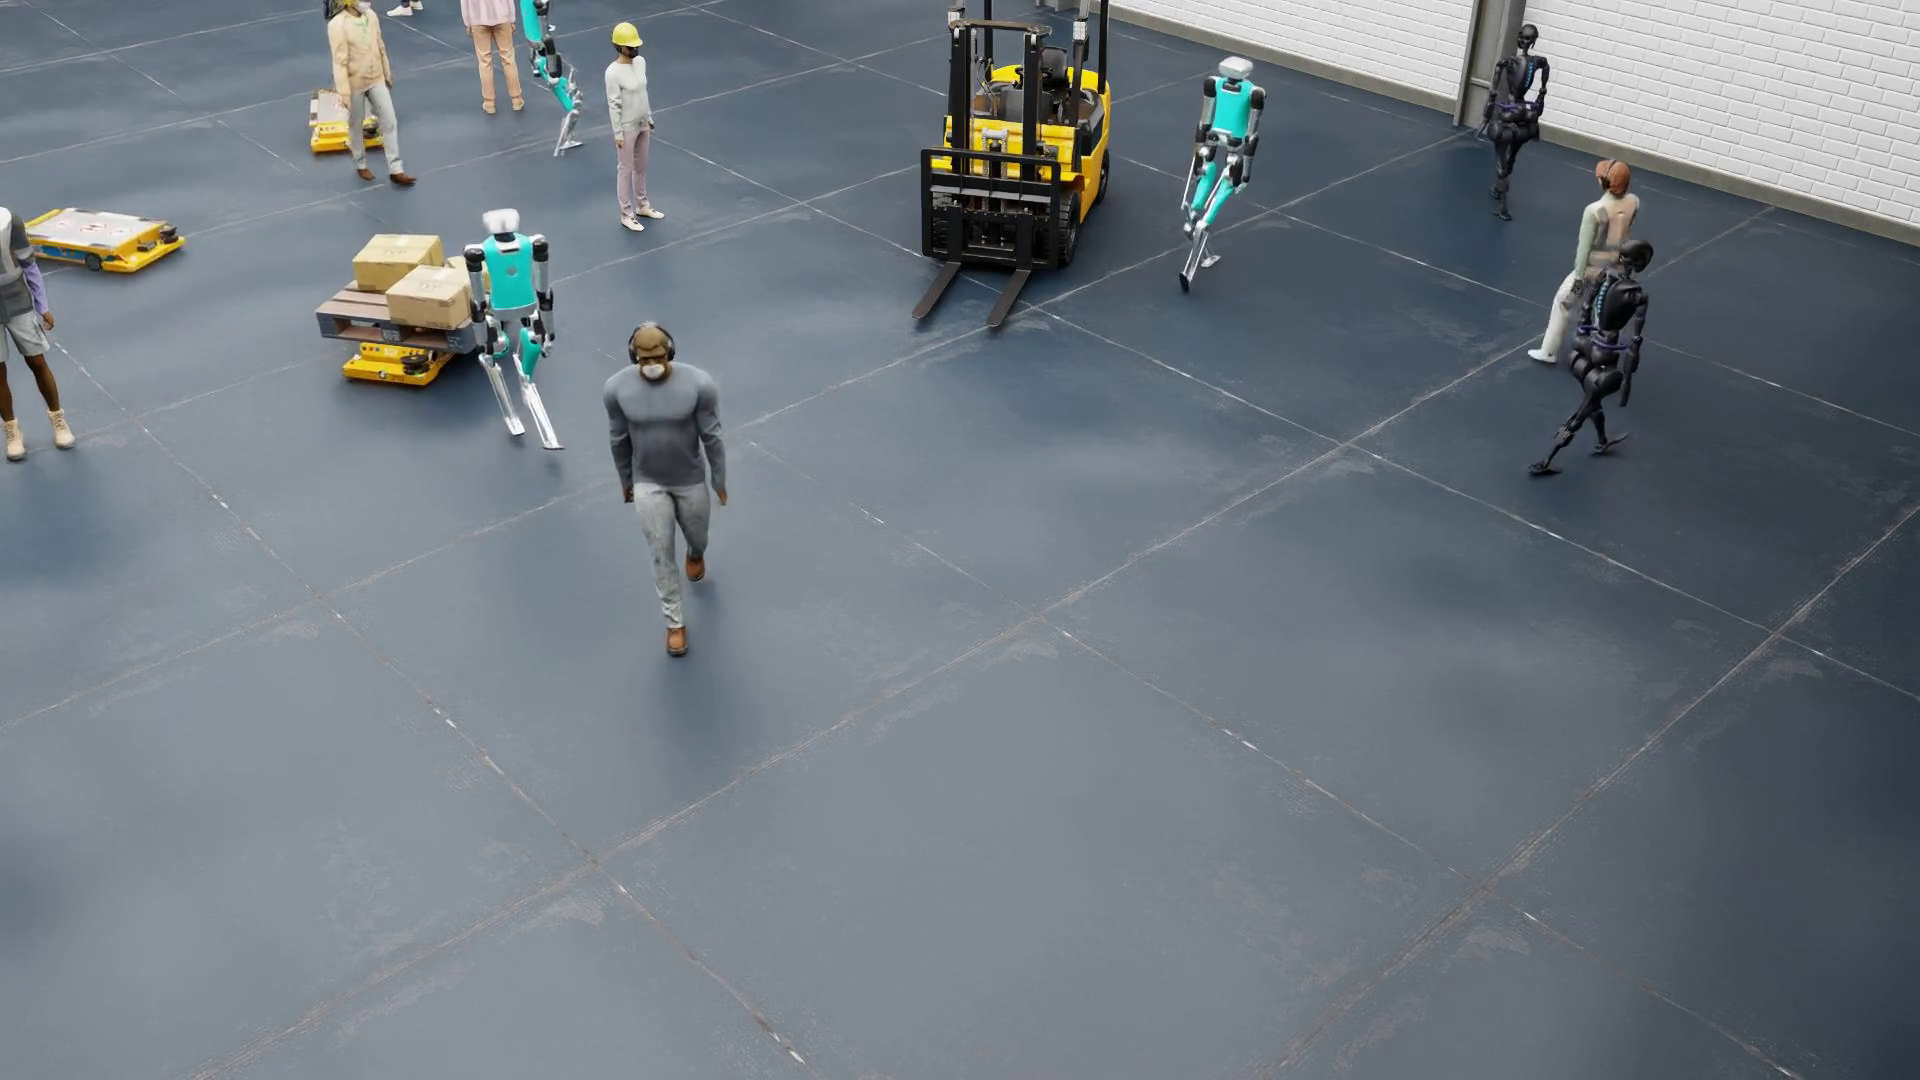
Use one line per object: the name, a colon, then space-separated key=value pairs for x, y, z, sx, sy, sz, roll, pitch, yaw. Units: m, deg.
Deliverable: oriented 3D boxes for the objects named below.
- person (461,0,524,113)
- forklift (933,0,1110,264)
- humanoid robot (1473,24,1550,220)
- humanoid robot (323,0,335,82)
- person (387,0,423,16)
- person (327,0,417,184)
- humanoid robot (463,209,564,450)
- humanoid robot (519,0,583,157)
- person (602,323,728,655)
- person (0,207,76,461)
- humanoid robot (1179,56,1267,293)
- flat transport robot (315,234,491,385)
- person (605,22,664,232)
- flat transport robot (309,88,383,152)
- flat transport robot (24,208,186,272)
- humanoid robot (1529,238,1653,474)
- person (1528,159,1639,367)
person: x=-4.740 y=-5.209 z=16.790 sx=0.524 sy=1.784 sz=0.402 roll=-10 pitch=34 yaw=-15
forklift: x=0.570 y=-3.725 z=14.138 sx=1.214 sy=2.155 sz=2.313 roll=9 pitch=34 yaw=13
humanoid robot: x=4.809 y=-3.696 z=14.590 sx=0.612 sy=1.629 sz=0.713 roll=-8 pitch=34 yaw=-11
humanoid robot: x=-6.560 y=-5.730 z=17.716 sx=0.585 sy=1.652 sz=0.604 roll=17 pitch=37 yaw=24
person: x=-6.761 y=-7.218 z=19.812 sx=0.433 sy=1.859 sz=0.802 roll=5 pitch=33 yaw=8
person: x=-5.355 y=-4.132 z=15.080 sx=0.844 sy=1.835 sz=0.639 roll=23 pitch=39 yaw=31
humanoid robot: x=-2.954 y=-1.394 z=10.956 sx=0.553 sy=1.733 sz=0.978 roll=-16 pitch=36 yaw=-23
humanoid robot: x=-3.781 y=-4.518 z=15.809 sx=0.719 sy=1.822 sz=0.554 roll=-21 pitch=39 yaw=-29
person: x=-1.609 y=-0.375 z=9.246 sx=0.636 sy=1.914 sz=0.864 roll=-3 pitch=33 yaw=-4
person: x=-6.273 y=-1.487 z=10.841 sx=0.622 sy=2.036 sz=0.408 roll=-17 pitch=37 yaw=-24
humanoid robot: x=1.958 y=-2.869 z=13.252 sx=0.556 sy=1.773 sz=0.961 roll=21 pitch=39 yaw=29
flat transport robot: x=-4.031 y=-1.598 z=12.630 sx=0.659 sy=0.231 sz=1.431 roll=7 pitch=34 yaw=11
person: x=-2.788 y=-3.546 z=14.250 sx=0.326 sy=1.766 sz=0.531 roll=14 pitch=36 yaw=21
flat transport robot: x=-6.155 y=-4.239 z=16.688 sx=0.659 sy=0.231 sz=1.431 roll=-9 pitch=34 yaw=-14
flat transport robot: x=-7.388 y=-2.548 z=14.089 sx=1.431 sy=0.231 sz=0.659 roll=10 pitch=34 yaw=15
humanoid robot: x=4.149 y=-1.177 z=10.738 sx=0.816 sy=1.618 sz=0.616 roll=-10 pitch=34 yaw=-15
person: x=4.520 y=-1.962 z=11.956 sx=0.530 sy=1.614 sz=0.692 roll=-14 pitch=35 yaw=-20
